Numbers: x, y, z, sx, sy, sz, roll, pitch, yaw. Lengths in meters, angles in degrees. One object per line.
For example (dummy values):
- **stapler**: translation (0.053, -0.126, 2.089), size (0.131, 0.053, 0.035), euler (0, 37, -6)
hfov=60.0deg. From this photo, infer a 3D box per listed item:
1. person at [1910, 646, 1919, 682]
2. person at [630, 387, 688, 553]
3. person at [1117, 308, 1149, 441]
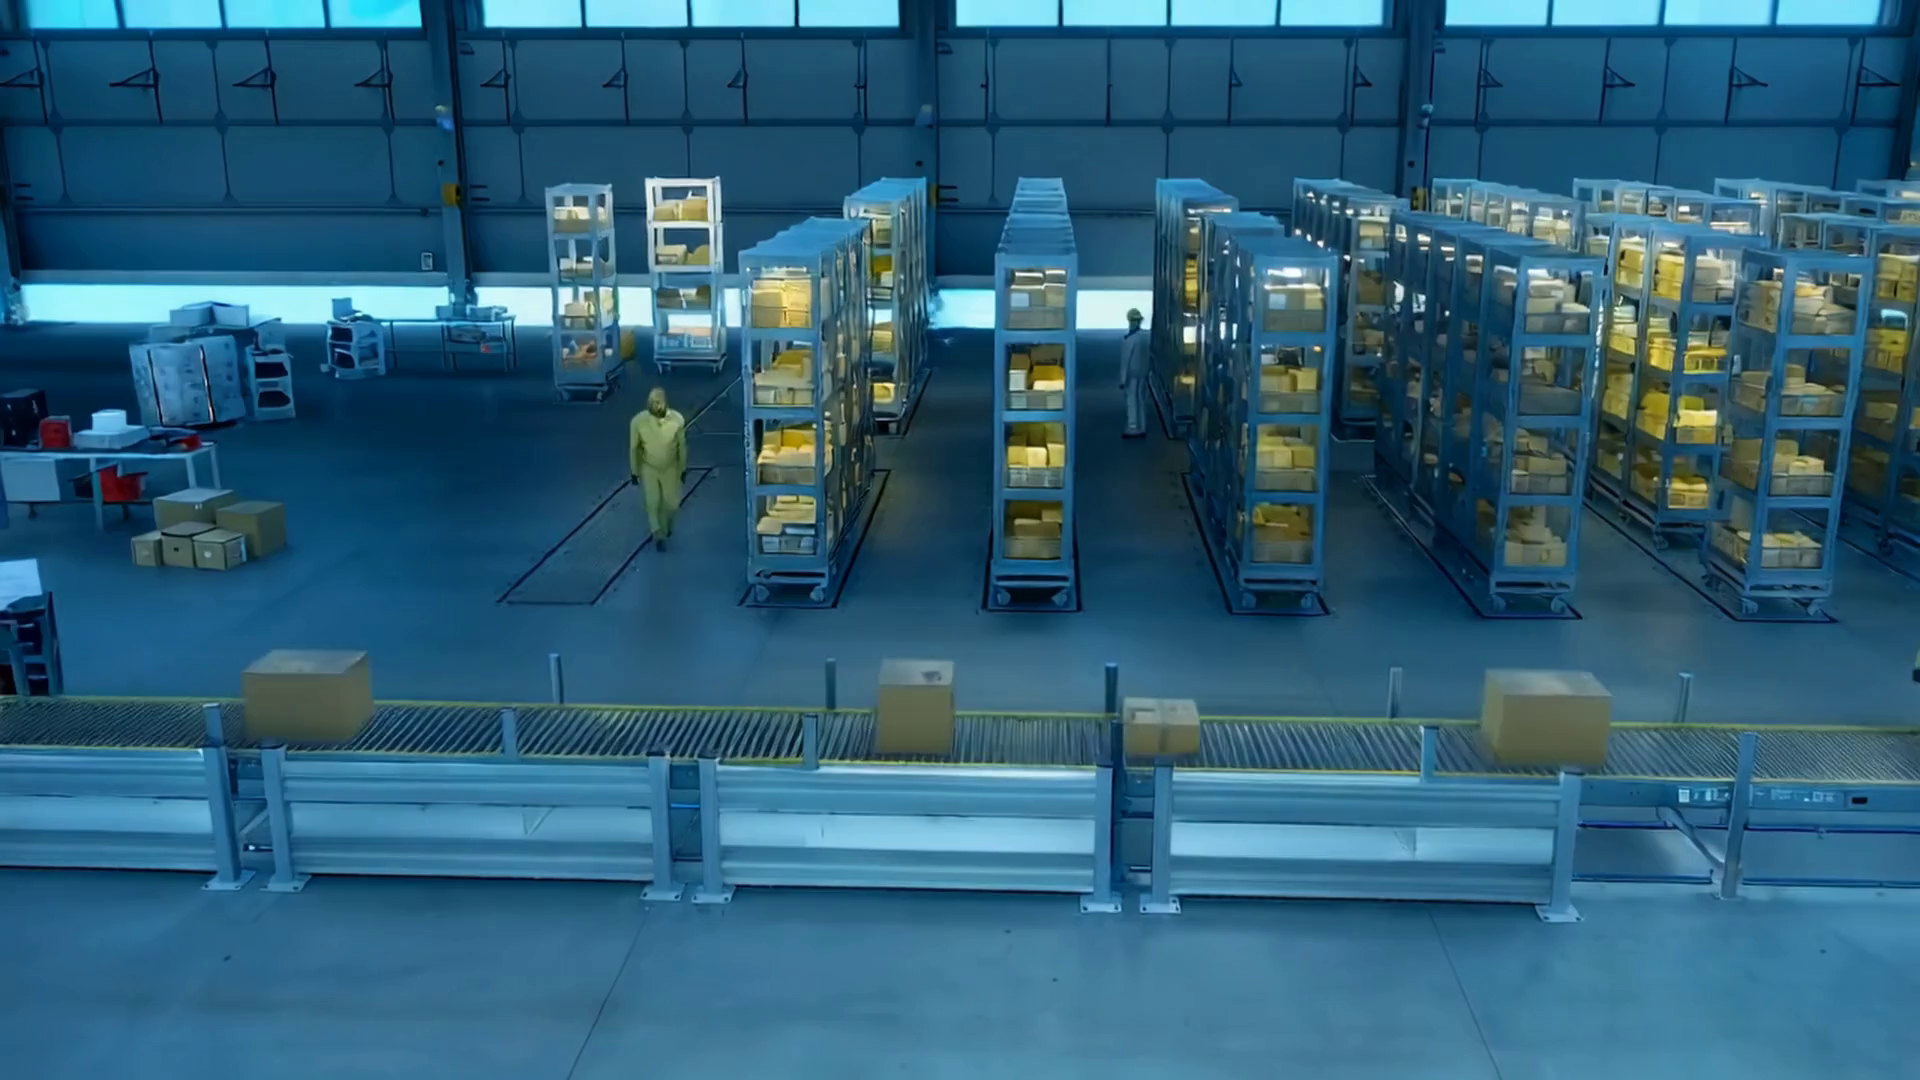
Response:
- **person**: translation (7.387, 0.981, 12.484), size (0.868, 1.792, 0.627), euler (-2, 15, -8)
- **person**: translation (-3.439, -0.830, 19.042), size (0.649, 1.889, 0.616), euler (-5, 16, -17)
- **person**: translation (2.591, -2.484, 24.980), size (0.396, 1.992, 0.623), euler (12, 19, 37)
